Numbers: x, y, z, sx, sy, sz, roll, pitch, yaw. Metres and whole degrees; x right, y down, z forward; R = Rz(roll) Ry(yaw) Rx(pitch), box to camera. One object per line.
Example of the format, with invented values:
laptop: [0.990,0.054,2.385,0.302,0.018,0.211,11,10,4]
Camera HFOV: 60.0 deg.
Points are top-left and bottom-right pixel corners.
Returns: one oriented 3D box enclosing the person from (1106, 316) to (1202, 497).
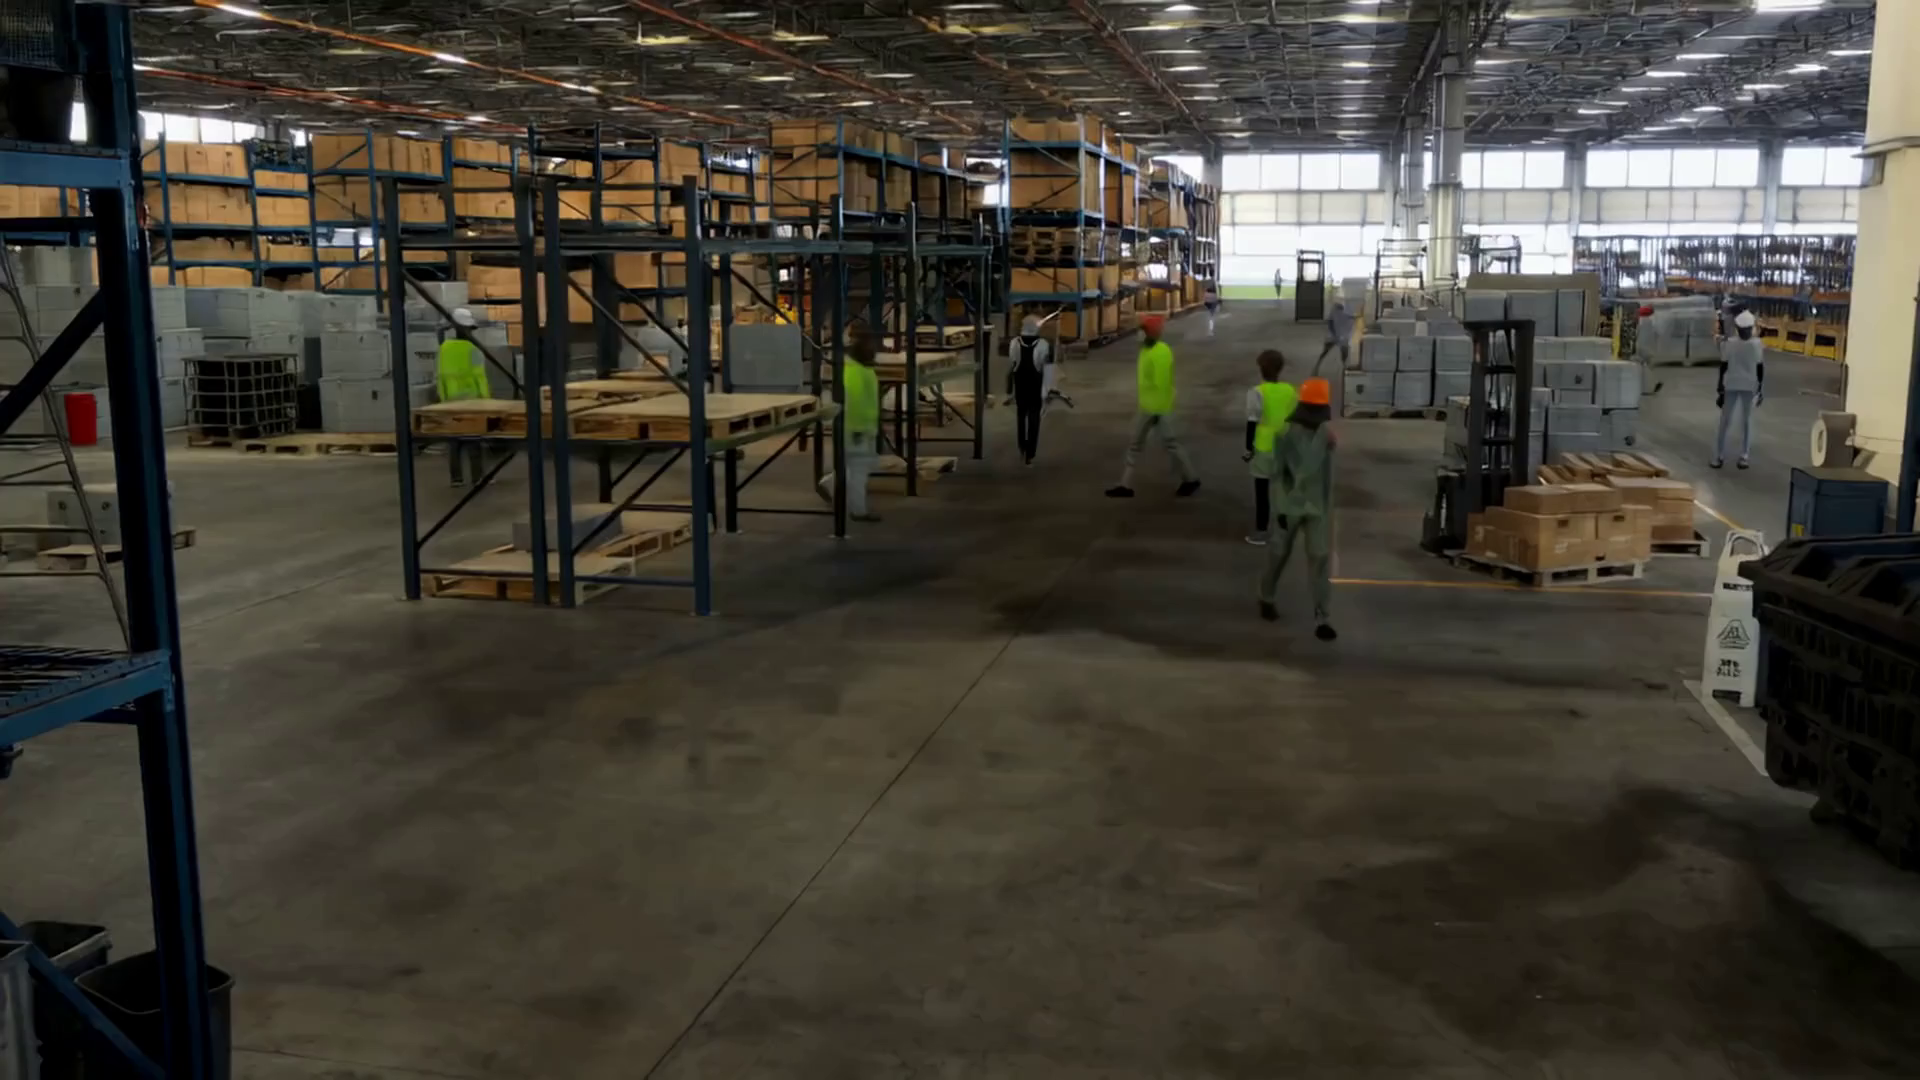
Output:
person: [2.066,-1.383,17.333,1.008,1.899,0.633,-4,10,-21]

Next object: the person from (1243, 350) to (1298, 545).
person: [2.700,-0.804,14.480,0.532,1.693,0.319,-5,11,-26]

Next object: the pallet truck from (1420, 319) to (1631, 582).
pallet truck: [4.543,-0.757,13.299,0.823,1.965,1.885,-4,10,-22]

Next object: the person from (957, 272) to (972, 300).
person: [0.224,-10.520,71.341,0.636,1.922,0.452,3,10,15]

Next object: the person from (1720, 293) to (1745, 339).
person: [18.364,-5.043,39.597,0.537,1.681,0.597,3,10,15]

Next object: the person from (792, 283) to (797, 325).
person: [-6.115,-8.765,61.897,0.520,1.590,0.831,-6,11,-32]

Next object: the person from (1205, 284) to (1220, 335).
person: [8.295,-7.600,54.764,0.538,1.673,0.651,-3,10,-15]

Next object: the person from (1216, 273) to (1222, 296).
person: [14.263,-13.877,91.771,0.365,1.726,0.580,5,11,28]

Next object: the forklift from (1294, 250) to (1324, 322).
forklift: [13.778,-10.002,65.433,1.129,2.768,1.873,2,10,12]

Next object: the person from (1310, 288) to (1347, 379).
person: [7.751,-4.289,34.549,0.998,1.900,0.540,9,13,44]

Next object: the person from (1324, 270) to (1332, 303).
person: [20.822,-14.336,94.183,0.621,1.840,0.430,-7,12,-37]

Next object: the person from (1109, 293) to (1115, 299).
person: [6.461,-10.240,70.529,0.283,1.633,0.499,-2,10,-11]

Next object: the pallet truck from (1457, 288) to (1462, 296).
pallet truck: [20.506,-9.785,68.819,0.653,1.274,1.630,2,10,12]

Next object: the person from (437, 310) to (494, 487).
person: [-5.397,-1.538,18.134,0.588,1.927,0.370,3,10,16]

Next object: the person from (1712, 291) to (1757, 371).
person: [17.299,-4.617,36.859,0.966,1.777,0.617,1,10,5]

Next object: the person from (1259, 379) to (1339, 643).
person: [2.272,-0.233,11.075,0.482,1.700,0.916,-2,10,-9]

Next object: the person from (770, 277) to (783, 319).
person: [-5.959,-7.583,53.975,0.397,1.911,0.590,-3,10,-17]

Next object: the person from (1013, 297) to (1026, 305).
person: [2.067,-8.168,57.690,0.429,1.833,0.626,7,12,35]

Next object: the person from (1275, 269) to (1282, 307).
person: [16.655,-13.216,87.131,0.413,1.985,0.610,1,10,6]

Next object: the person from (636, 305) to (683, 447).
person: [-3.991,-2.178,22.088,0.604,1.885,0.945,-1,10,-6]

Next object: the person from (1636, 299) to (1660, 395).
person: [12.462,-3.486,30.181,0.412,1.751,0.538,4,10,22]

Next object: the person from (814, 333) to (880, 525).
person: [-1.044,-1.035,15.535,0.624,1.813,0.636,3,10,17]

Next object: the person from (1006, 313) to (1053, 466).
person: [0.867,-1.823,20.110,0.538,1.822,0.683,3,10,15]

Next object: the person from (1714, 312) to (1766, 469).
person: [9.220,-1.762,19.652,0.512,1.864,0.330,3,10,18]

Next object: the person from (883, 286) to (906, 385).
person: [-1.228,-4.061,32.959,0.614,1.962,0.366,4,11,24]

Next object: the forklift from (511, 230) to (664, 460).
forklift: [-4.719,-2.488,20.937,1.873,2.768,1.129,9,13,43]
